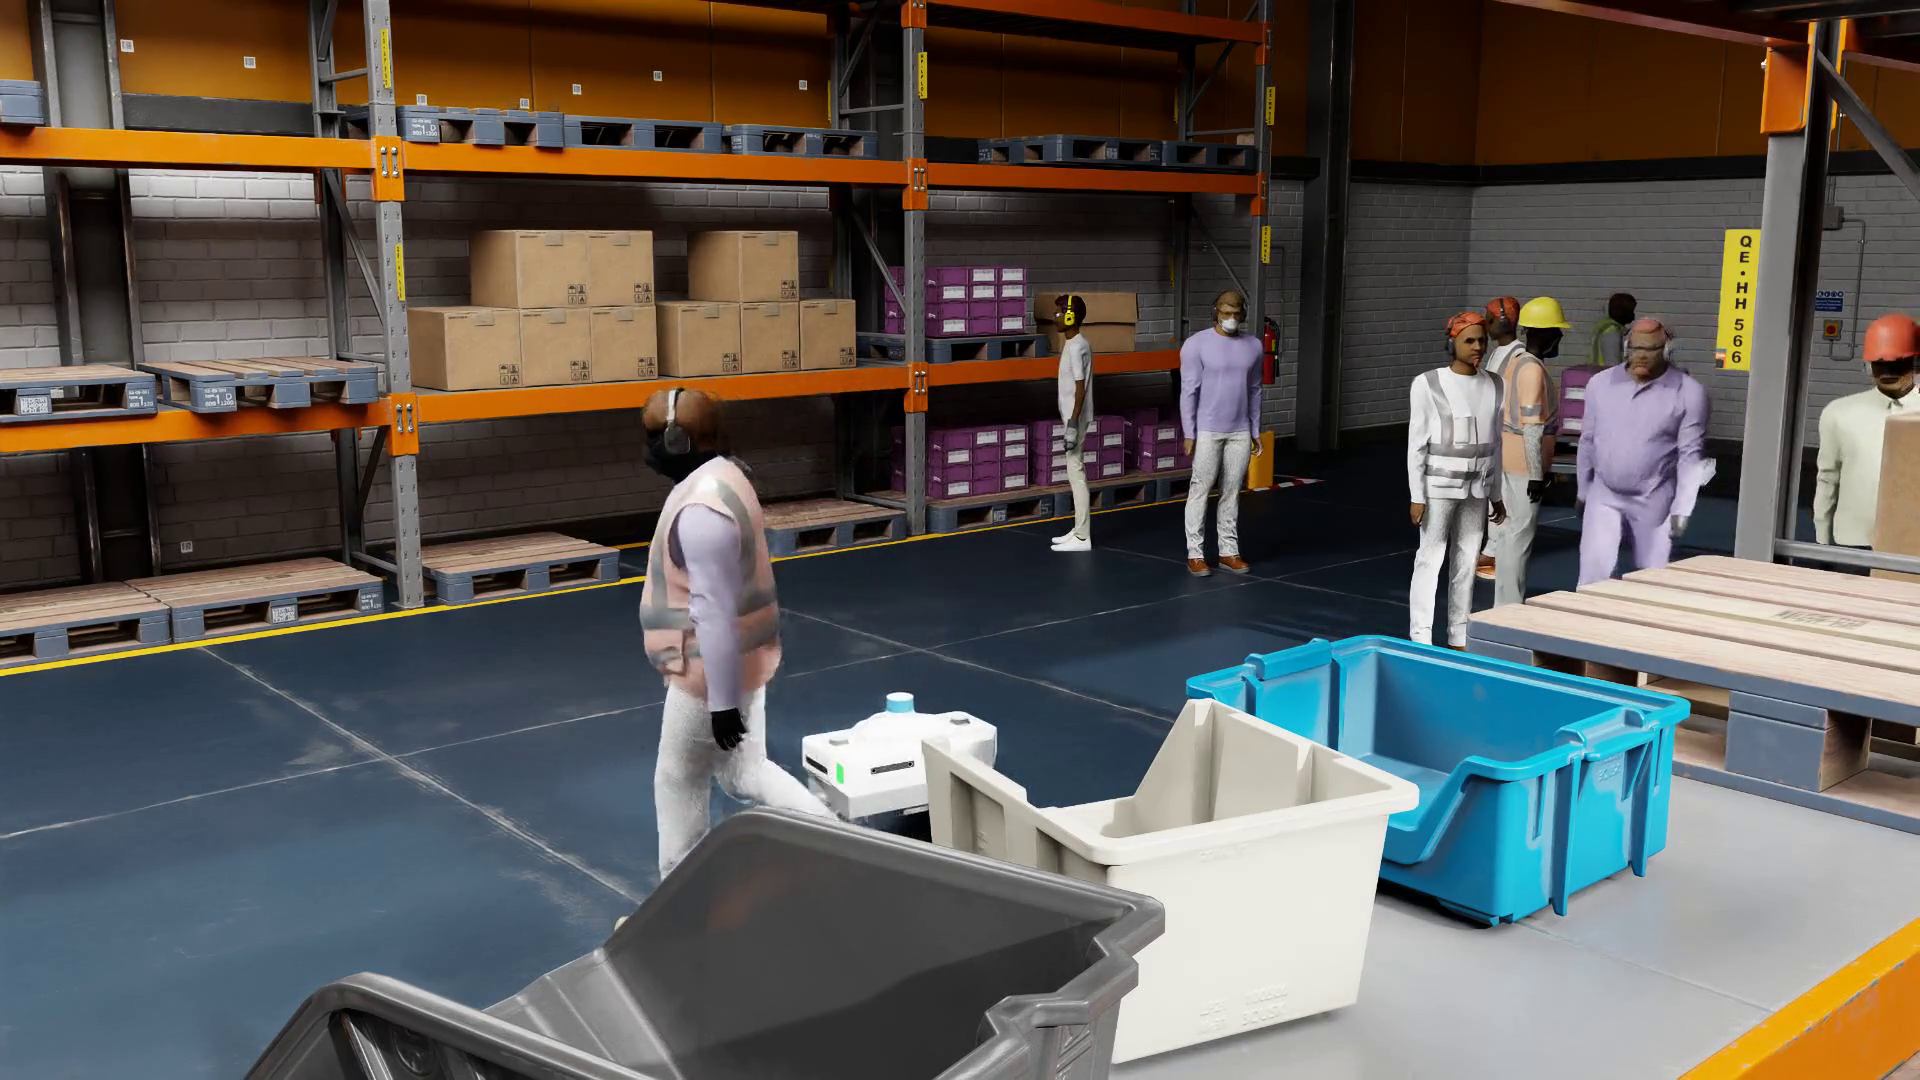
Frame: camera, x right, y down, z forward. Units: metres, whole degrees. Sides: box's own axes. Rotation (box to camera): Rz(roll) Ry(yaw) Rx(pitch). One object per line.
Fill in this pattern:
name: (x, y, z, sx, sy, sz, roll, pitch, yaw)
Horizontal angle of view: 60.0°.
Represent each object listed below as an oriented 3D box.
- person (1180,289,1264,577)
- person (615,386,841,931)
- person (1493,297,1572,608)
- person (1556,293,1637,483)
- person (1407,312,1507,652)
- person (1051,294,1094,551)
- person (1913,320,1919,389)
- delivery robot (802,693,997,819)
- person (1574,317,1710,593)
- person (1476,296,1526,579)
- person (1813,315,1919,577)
person: (1.773, -0.722, 11.238, 0.627, 1.934, 0.370, -4, 11, -21)
person: (-0.681, 0.407, 5.294, 0.807, 1.806, 0.670, 0, 10, 0)
person: (3.317, -0.442, 9.683, 0.368, 1.928, 0.585, 2, 10, 9)
person: (5.916, -1.376, 15.300, 0.914, 1.799, 0.630, 5, 11, 24)
person: (2.598, -0.242, 8.693, 0.572, 1.883, 0.356, -4, 11, -19)
person: (0.821, -0.846, 12.116, 0.308, 1.867, 0.543, 1, 10, 7)
person: (8.132, -1.203, 13.943, 0.543, 1.928, 0.371, 8, 13, 40)
delivery robot: (-0.225, 0.816, 6.220, 0.707, 0.478, 0.477, -6, 12, -30)
person: (3.439, -0.205, 8.552, 0.655, 1.850, 0.995, 7, 12, 35)
person: (3.632, -0.681, 11.137, 0.361, 1.886, 0.574, 0, 10, 2)
person: (4.107, -0.023, 7.352, 0.631, 1.947, 1.038, 6, 12, 28)
